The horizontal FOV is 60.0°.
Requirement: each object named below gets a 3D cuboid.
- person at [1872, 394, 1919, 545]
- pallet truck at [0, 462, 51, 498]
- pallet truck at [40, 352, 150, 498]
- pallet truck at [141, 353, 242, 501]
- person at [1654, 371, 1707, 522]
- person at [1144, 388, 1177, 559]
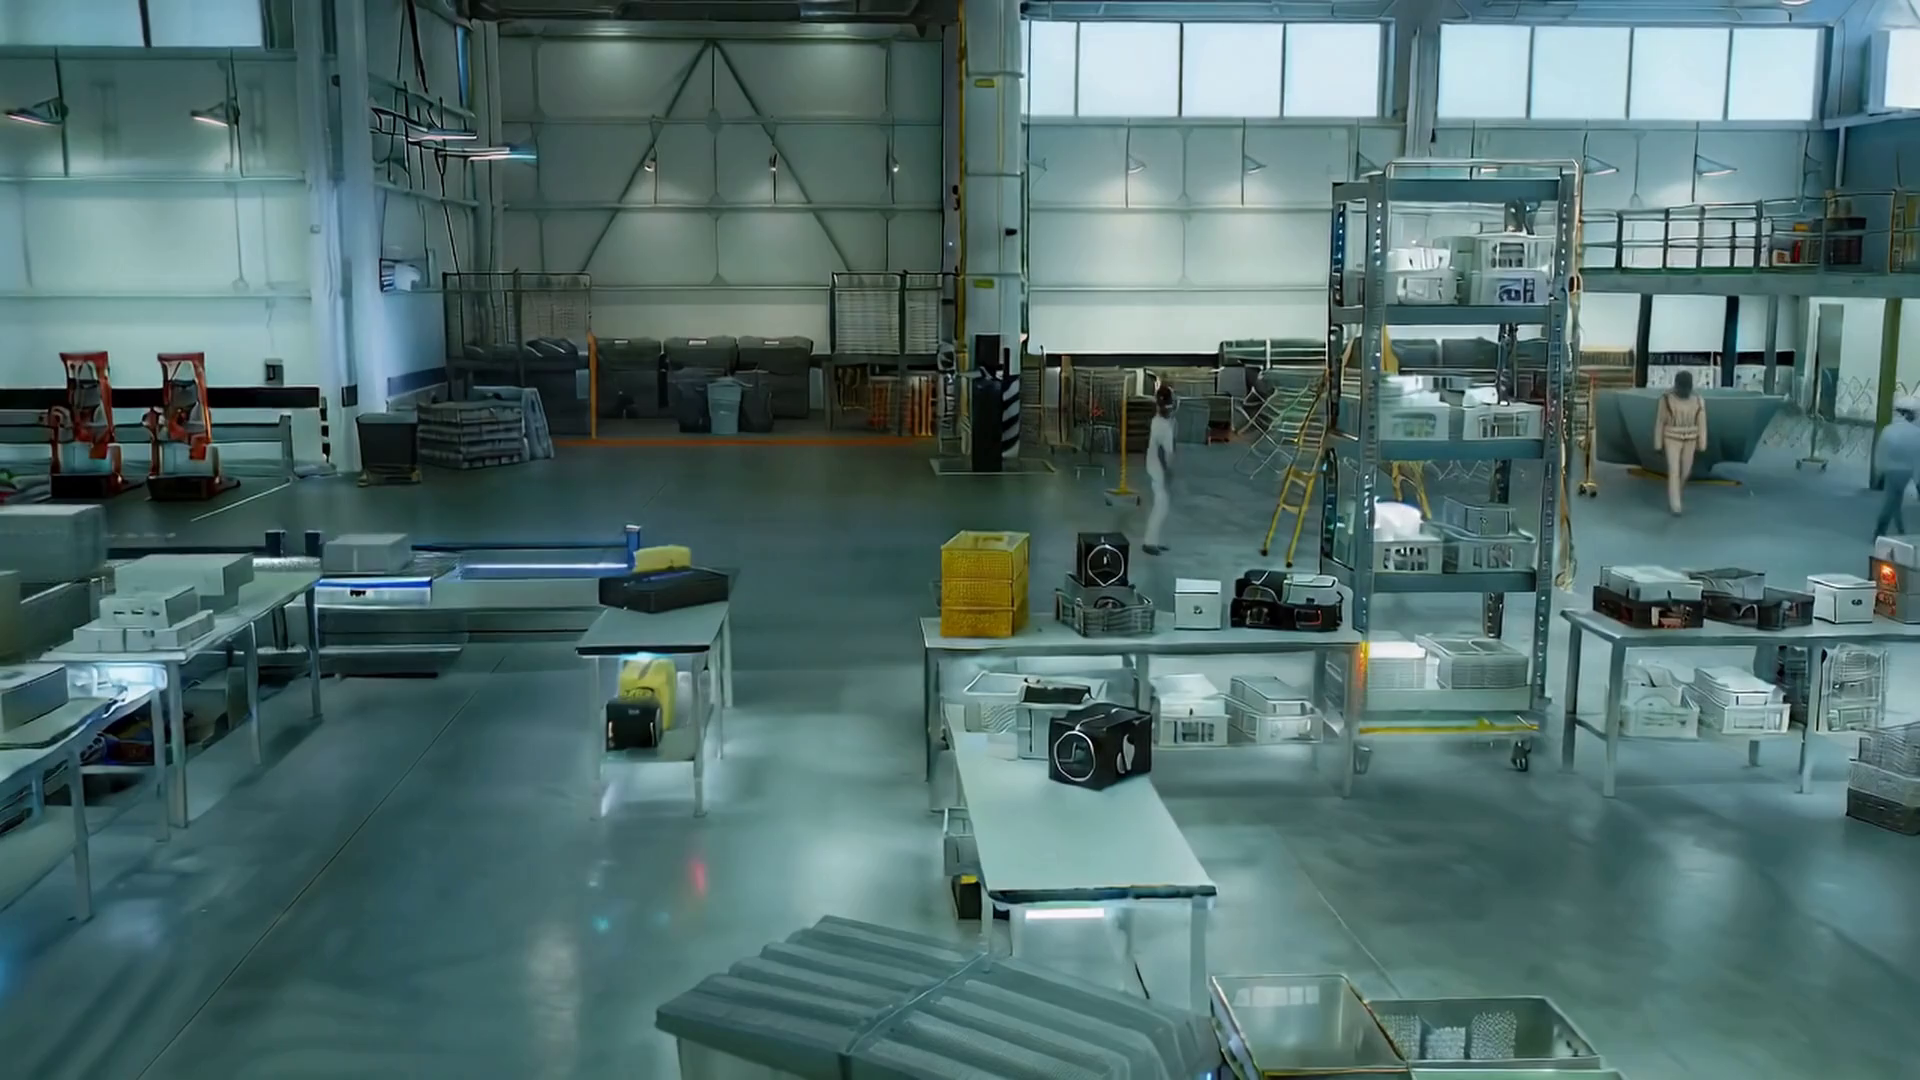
[{"bbox_3d":[10.373,-0.727,18.249,0.532,1.726,0.872,-3,10,-18],"label":"person"},{"bbox_3d":[-13.193,-1.293,23.148,0.653,1.274,1.630,-1,9,-4],"label":"pallet truck"},{"bbox_3d":[-11.907,-1.642,23.165,0.823,1.965,1.885,0,9,0],"label":"pallet truck"},{"bbox_3d":[-10.520,-1.604,22.925,0.823,1.965,1.885,-1,9,-6],"label":"pallet truck"},{"bbox_3d":[8.965,-1.184,20.760,0.580,1.855,0.885,0,9,2],"label":"person"},{"bbox_3d":[2.163,-0.726,17.941,0.387,1.840,0.594,2,9,12],"label":"person"}]
